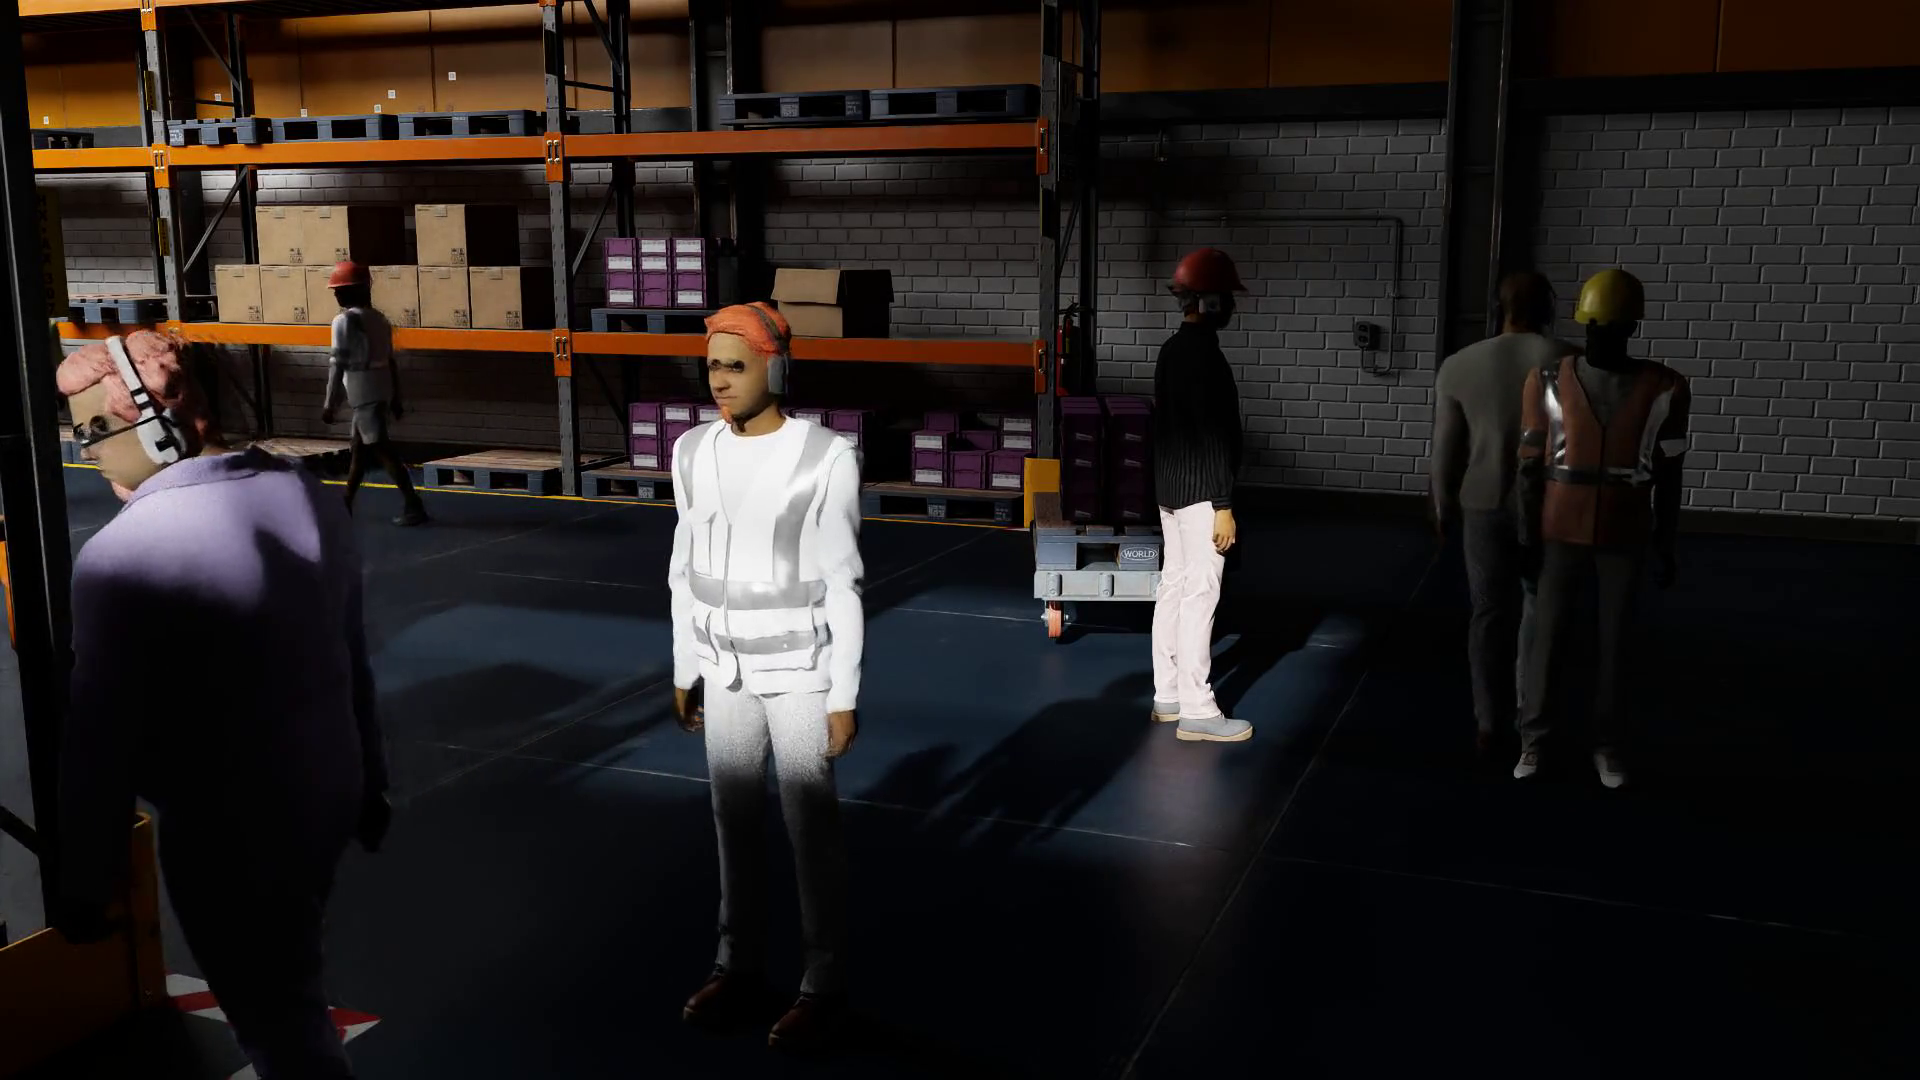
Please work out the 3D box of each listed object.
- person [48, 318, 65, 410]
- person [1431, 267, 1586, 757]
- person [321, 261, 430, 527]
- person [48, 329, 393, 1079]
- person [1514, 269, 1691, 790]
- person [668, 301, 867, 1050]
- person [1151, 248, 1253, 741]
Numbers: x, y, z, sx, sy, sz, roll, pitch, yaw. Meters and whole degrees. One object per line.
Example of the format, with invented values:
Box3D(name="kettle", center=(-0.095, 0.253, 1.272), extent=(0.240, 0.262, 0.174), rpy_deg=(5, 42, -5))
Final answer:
Box3D(name="person", center=(-7.220, -1.172, 12.830), extent=(0.587, 1.810, 0.639), rpy_deg=(-6, 12, -29))
Box3D(name="person", center=(2.223, -0.126, 6.681), extent=(0.644, 1.916, 0.706), rpy_deg=(4, 11, 20))
Box3D(name="person", center=(-4.215, -1.028, 11.830), extent=(0.980, 1.892, 0.545), rpy_deg=(2, 10, 11))
Box3D(name="person", center=(-1.427, 0.539, 3.162), extent=(0.717, 1.865, 0.672), rpy_deg=(2, 10, 11))
Box3D(name="person", center=(2.356, -0.030, 6.160), extent=(0.587, 1.922, 0.383), rpy_deg=(3, 11, 18))
Box3D(name="person", center=(-0.491, 0.344, 4.218), extent=(0.591, 1.879, 0.348), rpy_deg=(6, 12, 30))
Box3D(name="person", center=(0.978, -0.182, 6.800), extent=(0.376, 1.996, 0.612), rpy_deg=(-2, 10, -13))
